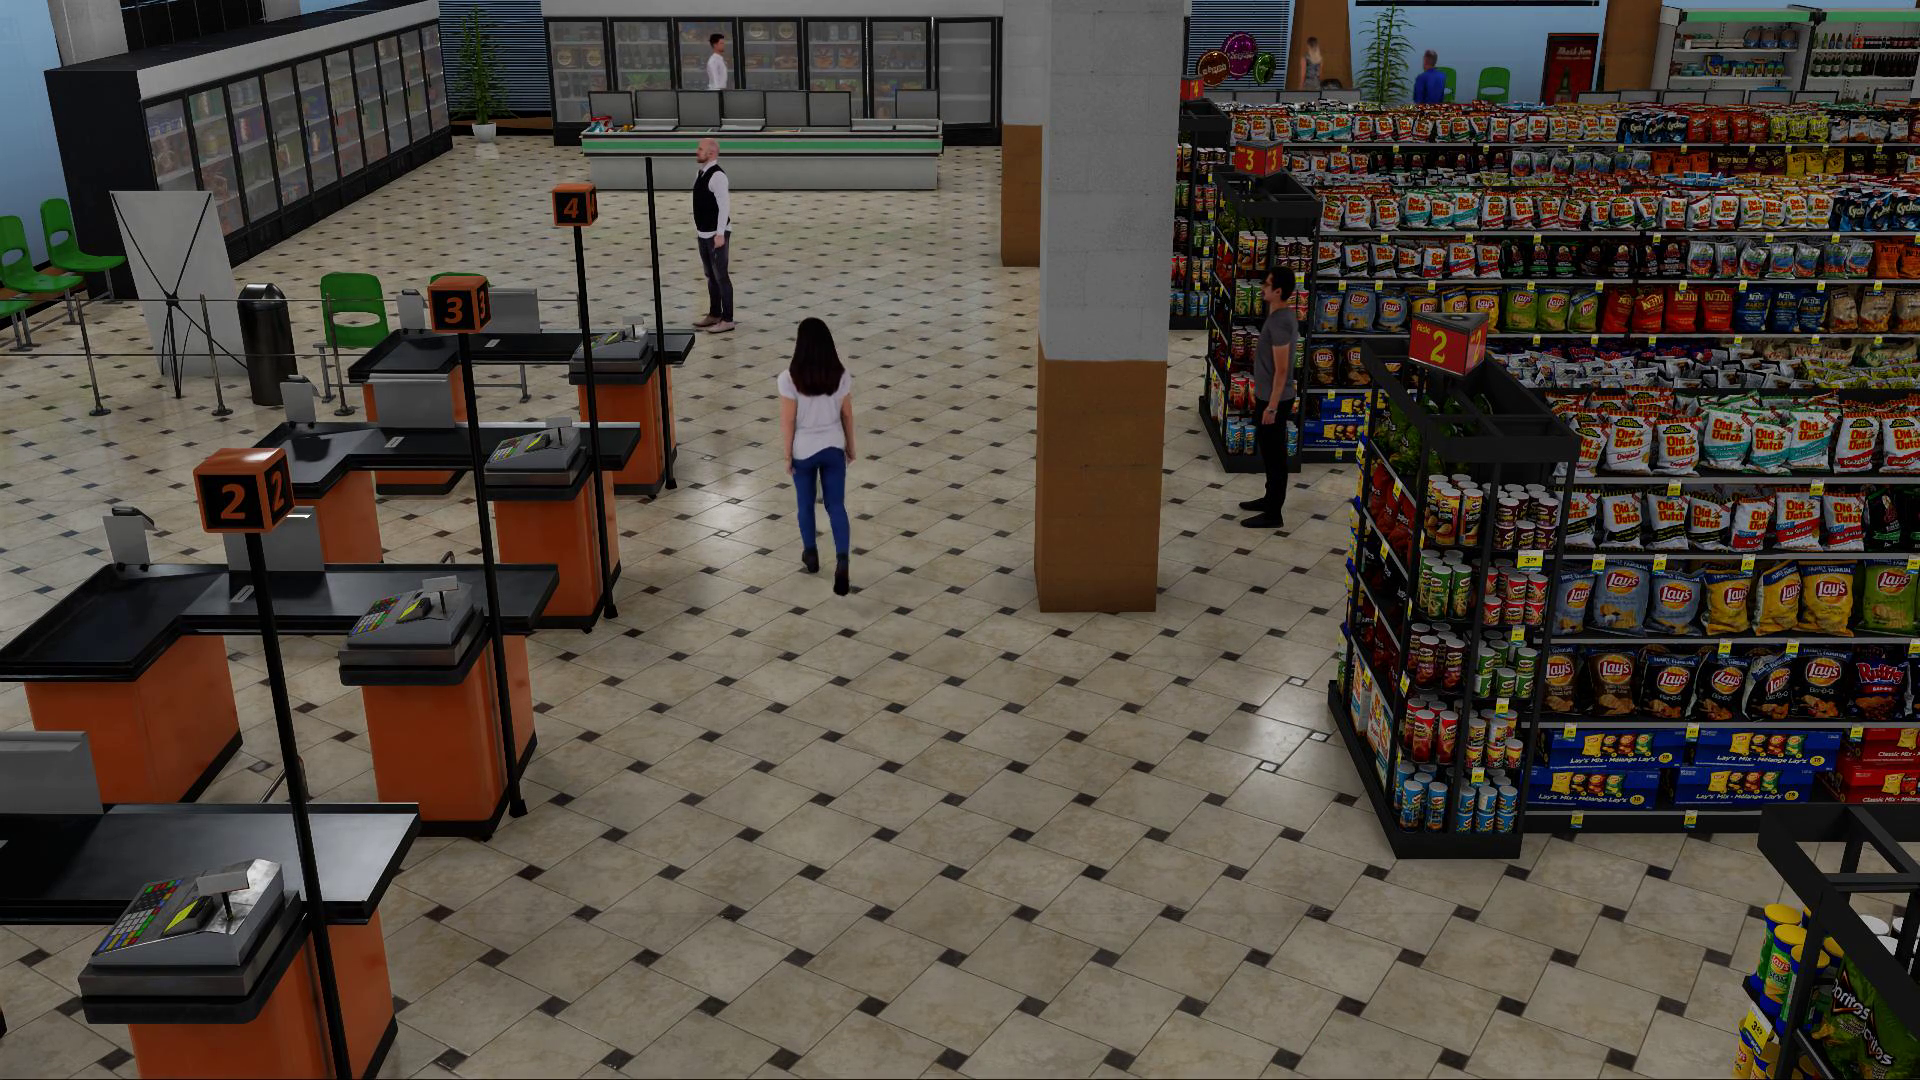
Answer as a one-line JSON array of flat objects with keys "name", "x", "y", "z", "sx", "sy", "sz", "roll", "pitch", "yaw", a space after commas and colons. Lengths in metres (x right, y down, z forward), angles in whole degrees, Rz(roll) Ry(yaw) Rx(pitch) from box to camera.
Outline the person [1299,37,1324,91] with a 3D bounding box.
[{"name": "person", "x": 5.573, "y": -7.128, "z": 26.497, "sx": 0.571, "sy": 1.703, "sz": 0.700, "roll": -10, "pitch": 24, "yaw": -24}]

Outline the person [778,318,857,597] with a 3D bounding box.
[{"name": "person", "x": -0.824, "y": -0.462, "z": 9.962, "sx": 1.090, "sy": 1.661, "sz": 0.869, "roll": -6, "pitch": 23, "yaw": -14}]

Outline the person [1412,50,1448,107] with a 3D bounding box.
[{"name": "person", "x": 6.607, "y": -5.921, "z": 23.354, "sx": 1.098, "sy": 1.806, "sz": 1.056, "roll": -11, "pitch": 24, "yaw": -25}]

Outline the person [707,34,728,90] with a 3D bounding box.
[{"name": "person", "x": -3.798, "y": -6.758, "z": 25.386, "sx": 0.814, "sy": 1.844, "sz": 0.710, "roll": 3, "pitch": 22, "yaw": 8}]

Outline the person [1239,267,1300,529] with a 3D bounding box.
[{"name": "person", "x": 2.095, "y": -0.957, "z": 11.068, "sx": 0.599, "sy": 1.754, "sz": 0.655, "roll": 4, "pitch": 22, "yaw": 9}]

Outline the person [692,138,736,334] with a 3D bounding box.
[{"name": "person", "x": -2.347, "y": -2.901, "z": 15.815, "sx": 0.791, "sy": 1.824, "sz": 0.783, "roll": -13, "pitch": 25, "yaw": -30}]
